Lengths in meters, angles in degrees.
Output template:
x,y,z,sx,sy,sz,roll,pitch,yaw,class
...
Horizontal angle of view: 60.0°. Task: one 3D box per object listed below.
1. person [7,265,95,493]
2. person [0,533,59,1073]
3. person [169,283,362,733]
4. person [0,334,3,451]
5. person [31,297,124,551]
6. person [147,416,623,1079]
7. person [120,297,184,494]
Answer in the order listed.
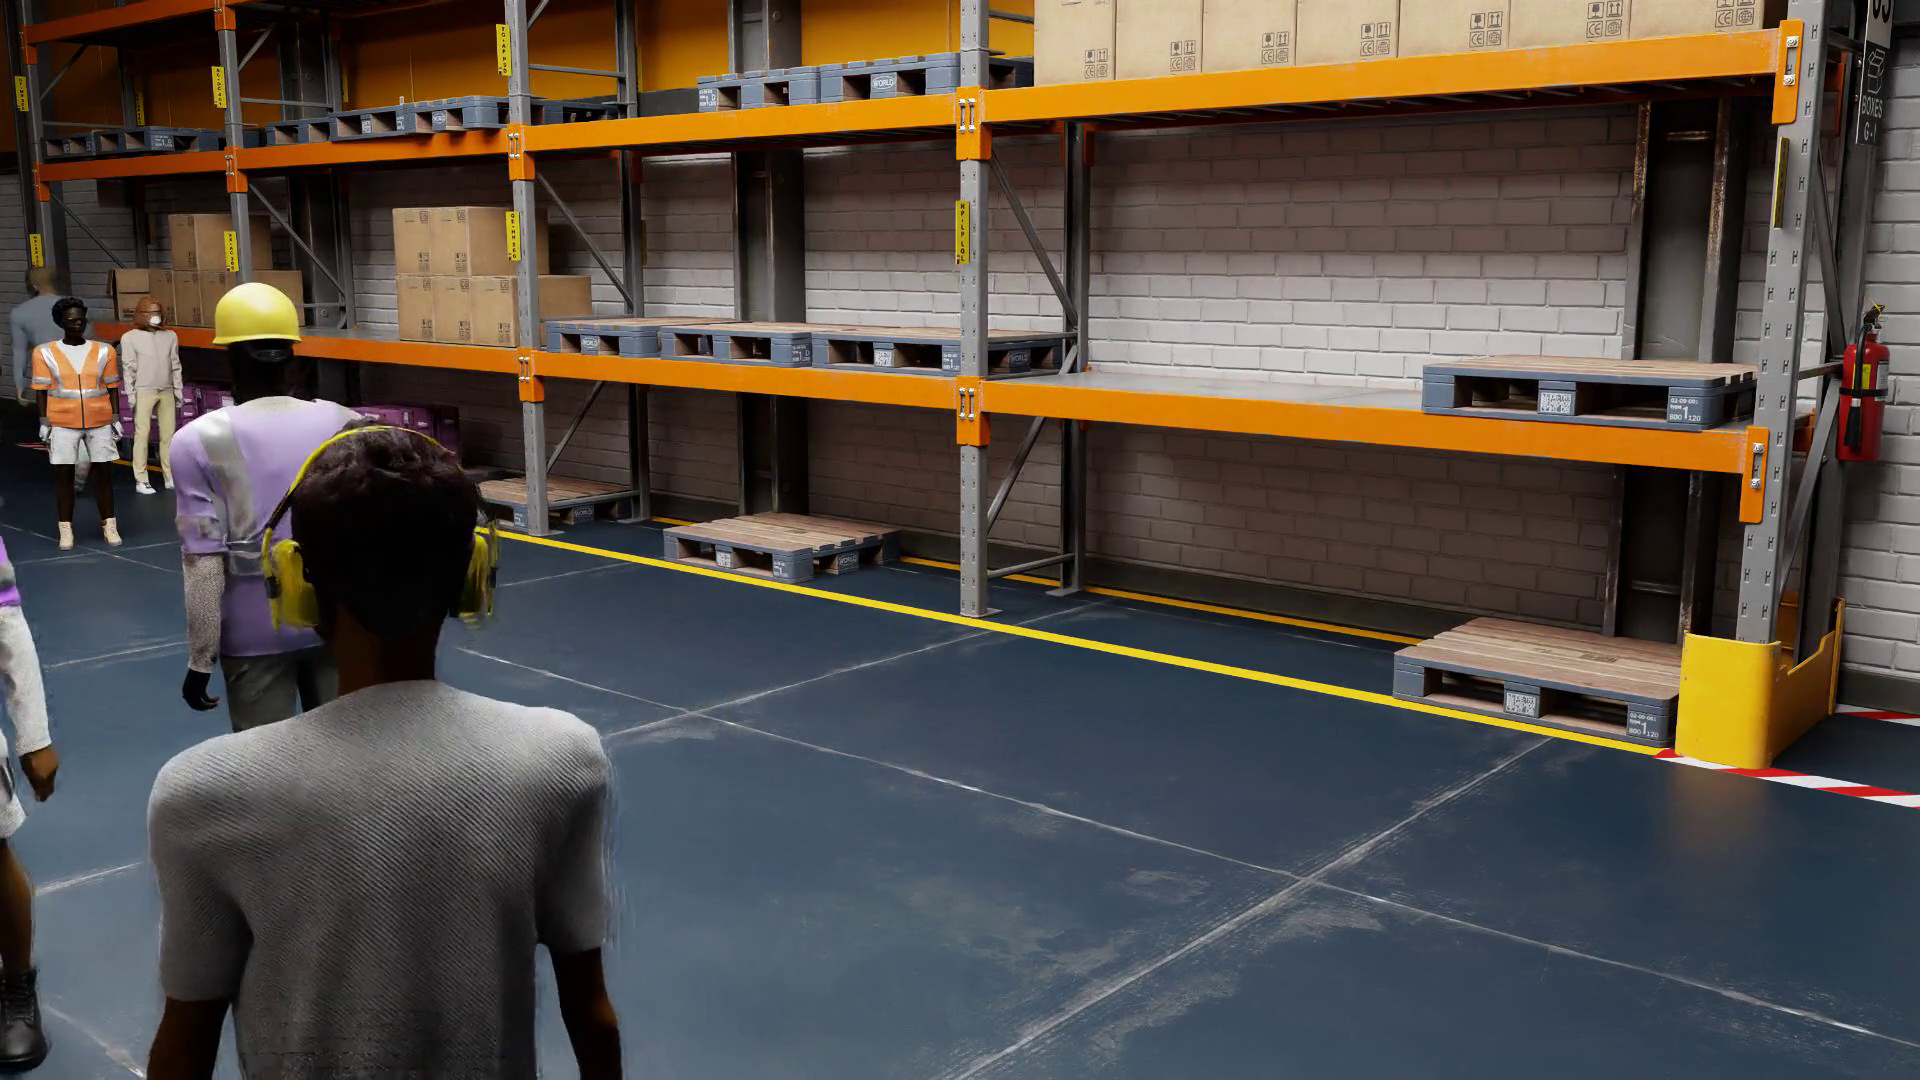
x,y,z,sx,sy,sz,roll,pitch,yaw,class
-7.415,-1.307,13.683,0.655,1.890,0.882,-7,12,-34,person
-2.404,0.434,3.771,0.641,1.868,0.933,-2,10,-9,person
-1.925,0.244,4.714,0.382,1.924,0.594,8,13,37,person
-9.765,-1.760,16.397,0.404,1.832,0.589,9,14,43,person
-5.928,-0.782,11.209,0.540,1.698,0.316,-7,12,-34,person
-0.653,0.779,1.908,0.522,1.839,0.828,-8,13,-38,person
-6.674,-1.195,13.776,0.285,1.625,0.494,6,12,32,person
